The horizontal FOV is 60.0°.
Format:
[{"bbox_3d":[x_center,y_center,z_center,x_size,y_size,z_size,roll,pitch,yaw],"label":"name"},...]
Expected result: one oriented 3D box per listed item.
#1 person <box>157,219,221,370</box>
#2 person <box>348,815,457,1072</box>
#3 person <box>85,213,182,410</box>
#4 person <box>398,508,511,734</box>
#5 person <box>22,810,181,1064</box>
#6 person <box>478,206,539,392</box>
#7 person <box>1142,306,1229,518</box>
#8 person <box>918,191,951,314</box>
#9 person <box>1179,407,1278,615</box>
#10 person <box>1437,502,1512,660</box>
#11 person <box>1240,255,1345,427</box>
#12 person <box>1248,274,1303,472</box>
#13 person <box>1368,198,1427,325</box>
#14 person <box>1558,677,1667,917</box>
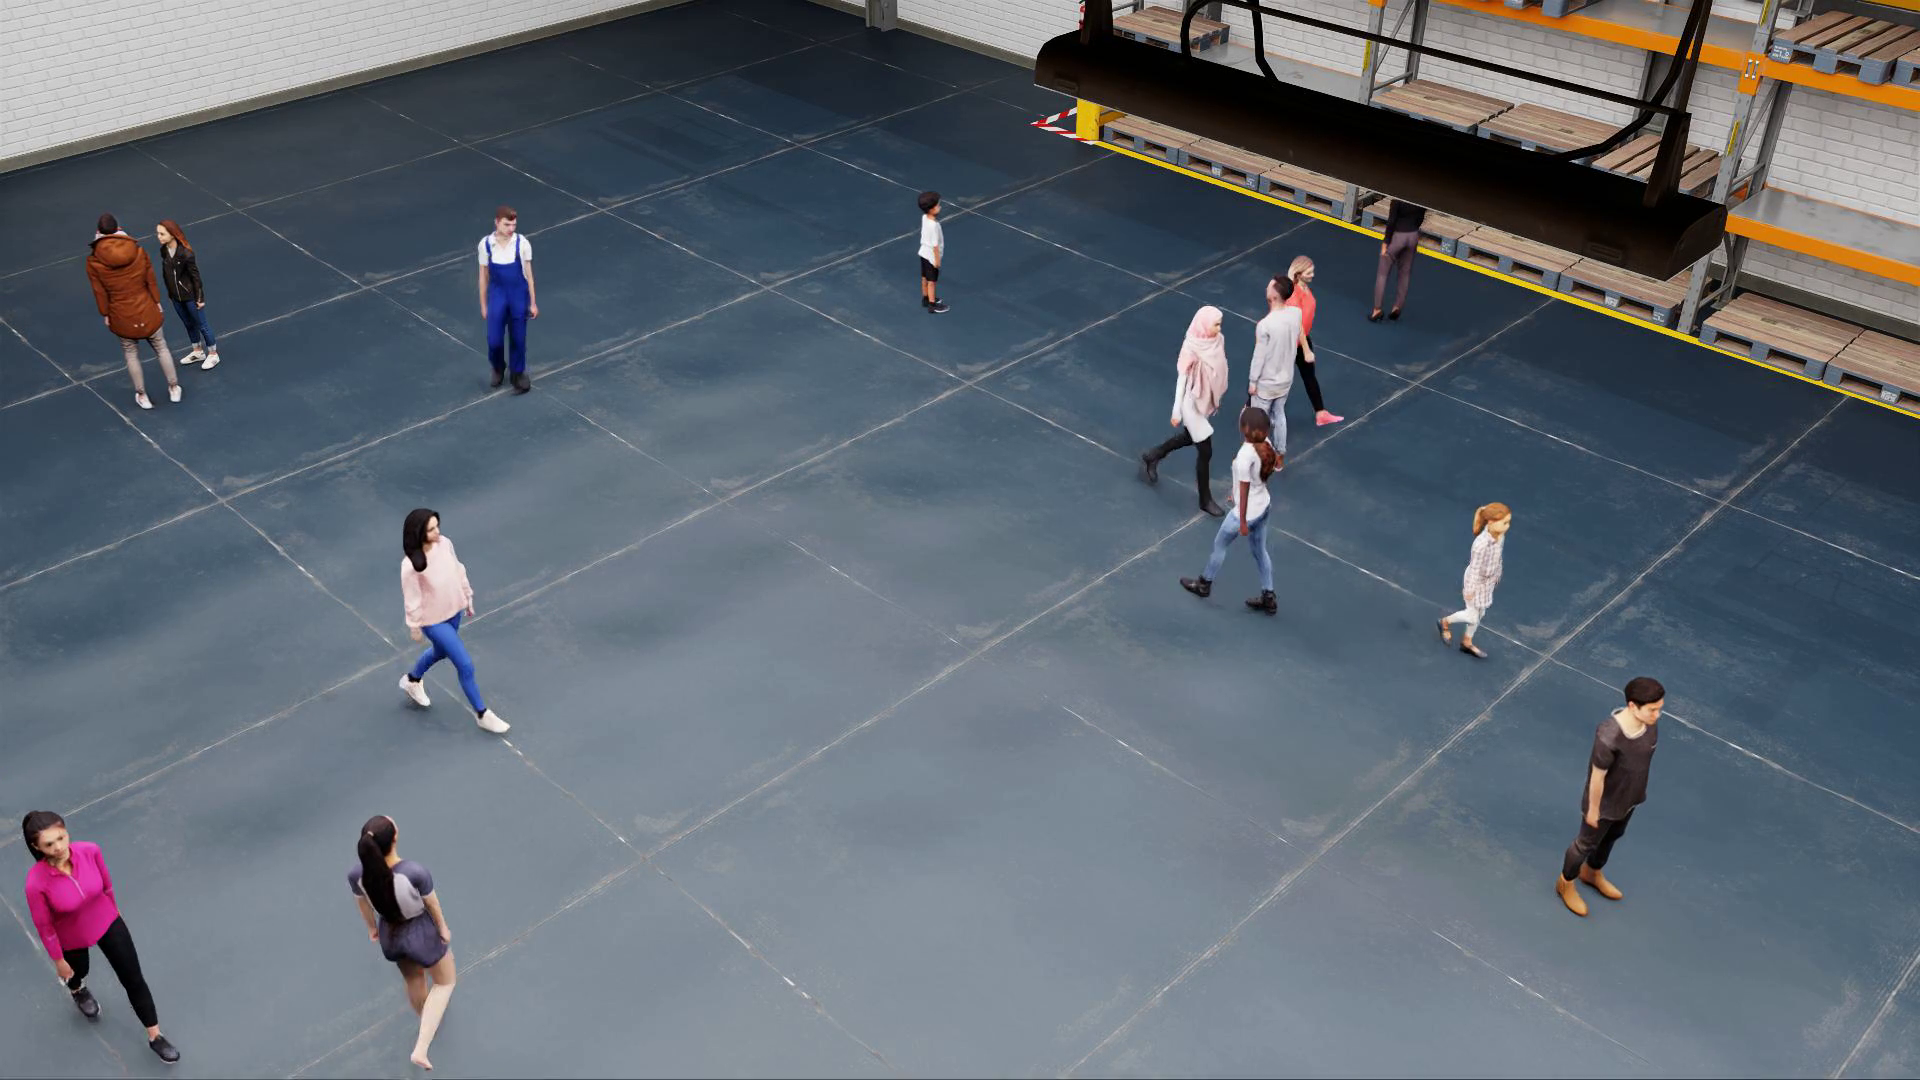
[{"bbox_3d":[-7.324,-2.339,15.737,0.556,1.483,0.692,13,36,19],"label":"person"},{"bbox_3d":[-2.940,2.166,8.825,0.879,1.633,0.911,5,34,7],"label":"person"},{"bbox_3d":[-7.460,-2.059,14.997,0.738,1.836,0.738,-21,39,-29],"label":"person"},{"bbox_3d":[-3.575,0.523,11.210,1.234,1.729,0.929,13,36,19],"label":"person"},{"bbox_3d":[-4.746,2.077,8.939,1.162,1.654,0.692,24,40,32],"label":"person"},{"bbox_3d":[-4.152,-2.217,15.240,0.845,1.830,0.864,-5,34,-7],"label":"person"},{"bbox_3d":[1.865,-1.107,13.629,0.635,1.766,1.163,-27,42,-35],"label":"person"},{"bbox_3d":[-0.298,-2.925,16.819,0.621,1.261,0.533,-11,35,-16],"label":"person"},{"bbox_3d":[2.213,-0.180,12.301,1.027,1.692,0.688,23,40,31],"label":"person"},{"bbox_3d":[3.690,0.268,11.980,0.553,1.301,0.644,-26,41,-33],"label":"person"},{"bbox_3d":[2.809,-1.707,14.650,1.192,1.634,0.822,15,36,21],"label":"person"},{"bbox_3d":[2.632,-1.376,13.969,0.705,1.837,0.594,-22,40,-30],"label":"person"},{"bbox_3d":[4.386,-2.899,16.412,0.682,1.669,0.672,-11,35,-16],"label":"person"},{"bbox_3d":[3.835,1.467,9.806,0.660,1.709,0.618,-19,38,-27],"label":"person"}]
